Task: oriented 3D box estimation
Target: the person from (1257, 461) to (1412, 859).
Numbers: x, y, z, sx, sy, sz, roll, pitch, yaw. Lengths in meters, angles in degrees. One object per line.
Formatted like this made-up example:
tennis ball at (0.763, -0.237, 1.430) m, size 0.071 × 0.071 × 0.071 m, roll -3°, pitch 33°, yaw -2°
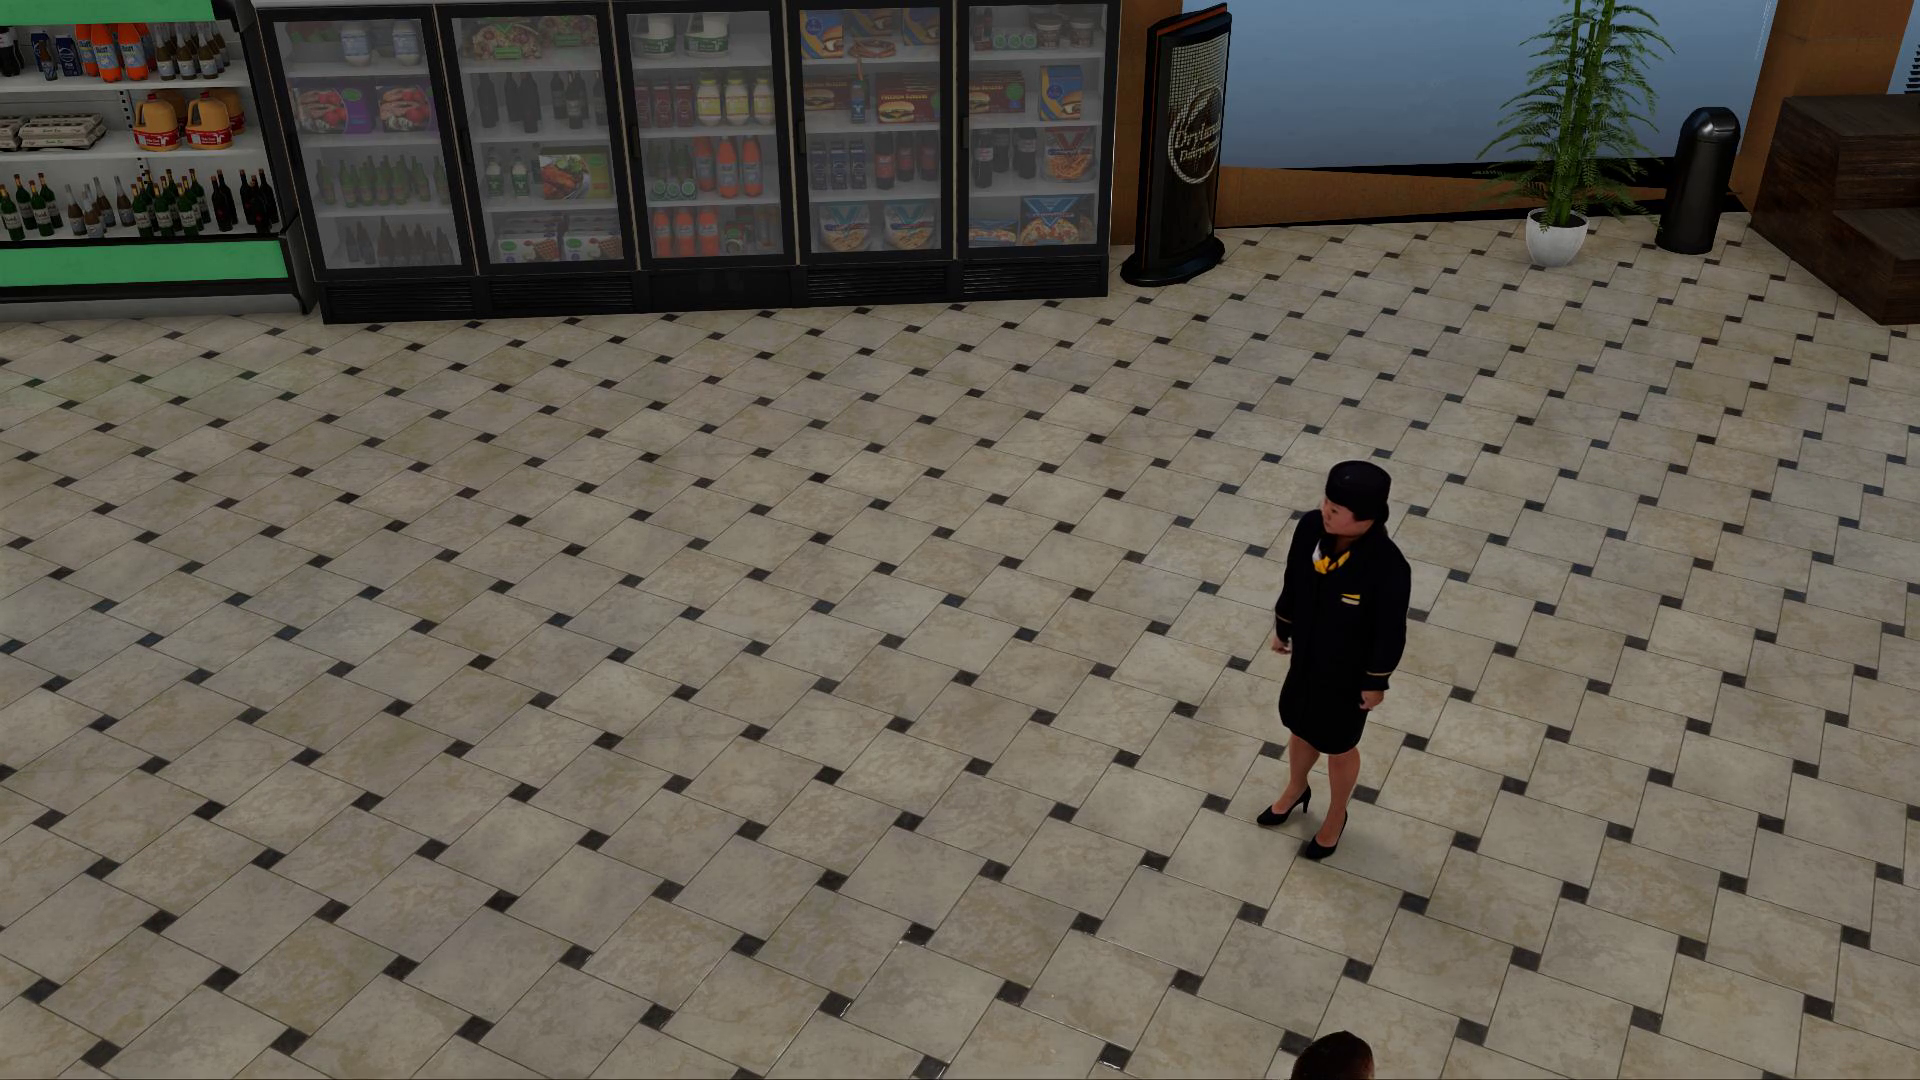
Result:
person at (1.398, 0.449, 6.180) m, size 0.813 × 1.670 × 0.801 m, roll -21°, pitch 37°, yaw -30°
